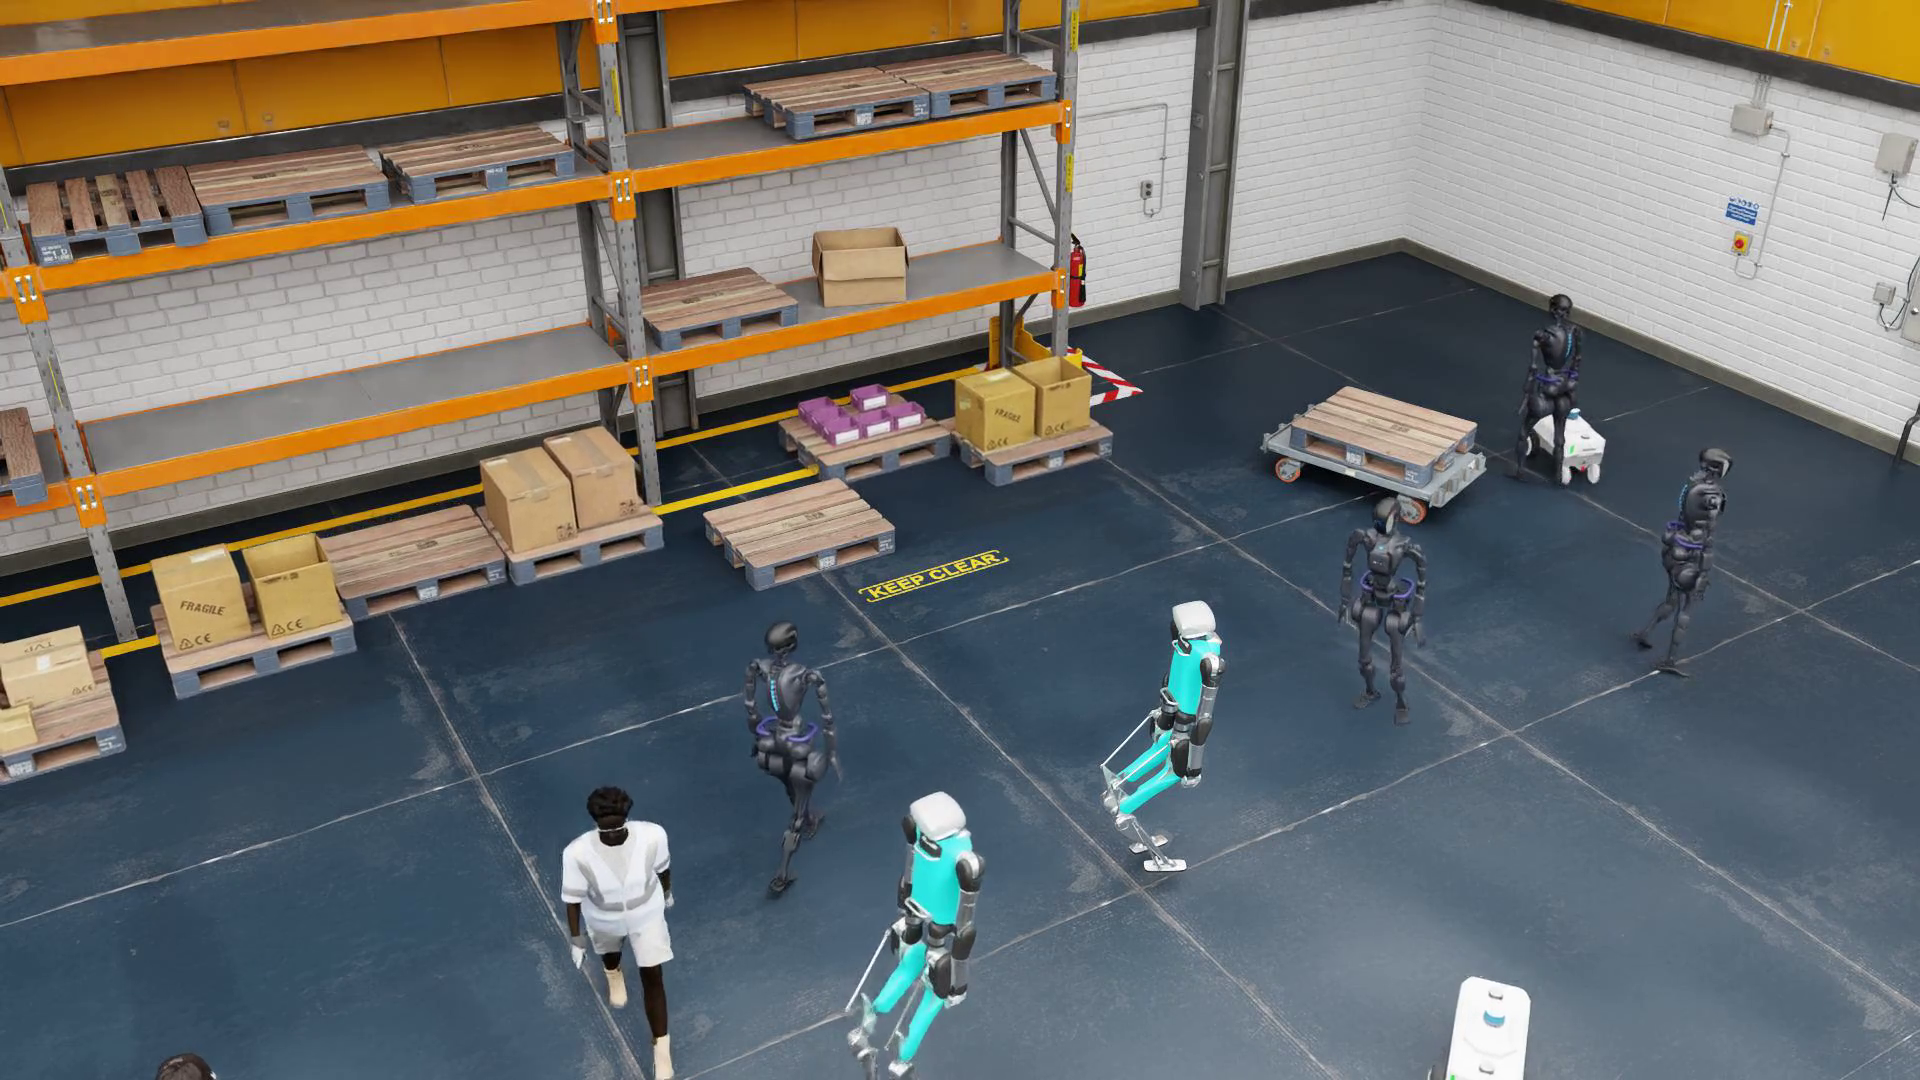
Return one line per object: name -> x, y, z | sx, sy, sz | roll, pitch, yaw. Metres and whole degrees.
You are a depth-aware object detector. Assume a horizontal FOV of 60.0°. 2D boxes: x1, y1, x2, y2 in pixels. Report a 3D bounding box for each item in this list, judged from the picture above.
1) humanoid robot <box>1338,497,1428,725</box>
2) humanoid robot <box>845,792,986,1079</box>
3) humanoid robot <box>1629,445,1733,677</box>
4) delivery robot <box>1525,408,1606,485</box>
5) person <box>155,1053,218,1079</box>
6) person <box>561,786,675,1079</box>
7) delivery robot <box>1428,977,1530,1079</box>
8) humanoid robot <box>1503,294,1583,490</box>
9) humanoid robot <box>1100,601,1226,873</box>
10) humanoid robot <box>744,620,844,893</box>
humanoid robot -> 2.757, 0.436, 10.781 | 0.613, 1.631, 0.395 | 18, 34, 29
humanoid robot -> -0.301, 2.073, 7.853 | 0.801, 1.810, 0.536 | -20, 35, -32
humanoid robot -> 4.939, 0.114, 11.363 | 0.373, 1.680, 0.607 | 1, 29, 3
delivery robot -> 5.172, -0.852, 14.181 | 0.499, 0.584, 0.783 | -5, 30, -9
person -> -2.813, 2.755, 6.463 | 0.534, 1.878, 0.415 | -13, 32, -21
person -> -1.694, 1.850, 8.298 | 0.545, 1.643, 0.885 | -8, 30, -14
delivery robot -> 2.590, 2.547, 8.190 | 0.499, 0.610, 0.814 | 10, 31, 18
humanoid robot -> 4.879, -1.207, 13.694 | 0.609, 1.632, 0.465 | -13, 32, -22
humanoid robot -> 1.062, 1.138, 9.332 | 0.735, 1.677, 0.533 | -8, 30, -14
humanoid robot -> -0.966, 1.178, 9.508 | 0.602, 1.621, 0.796 | 12, 32, 20
